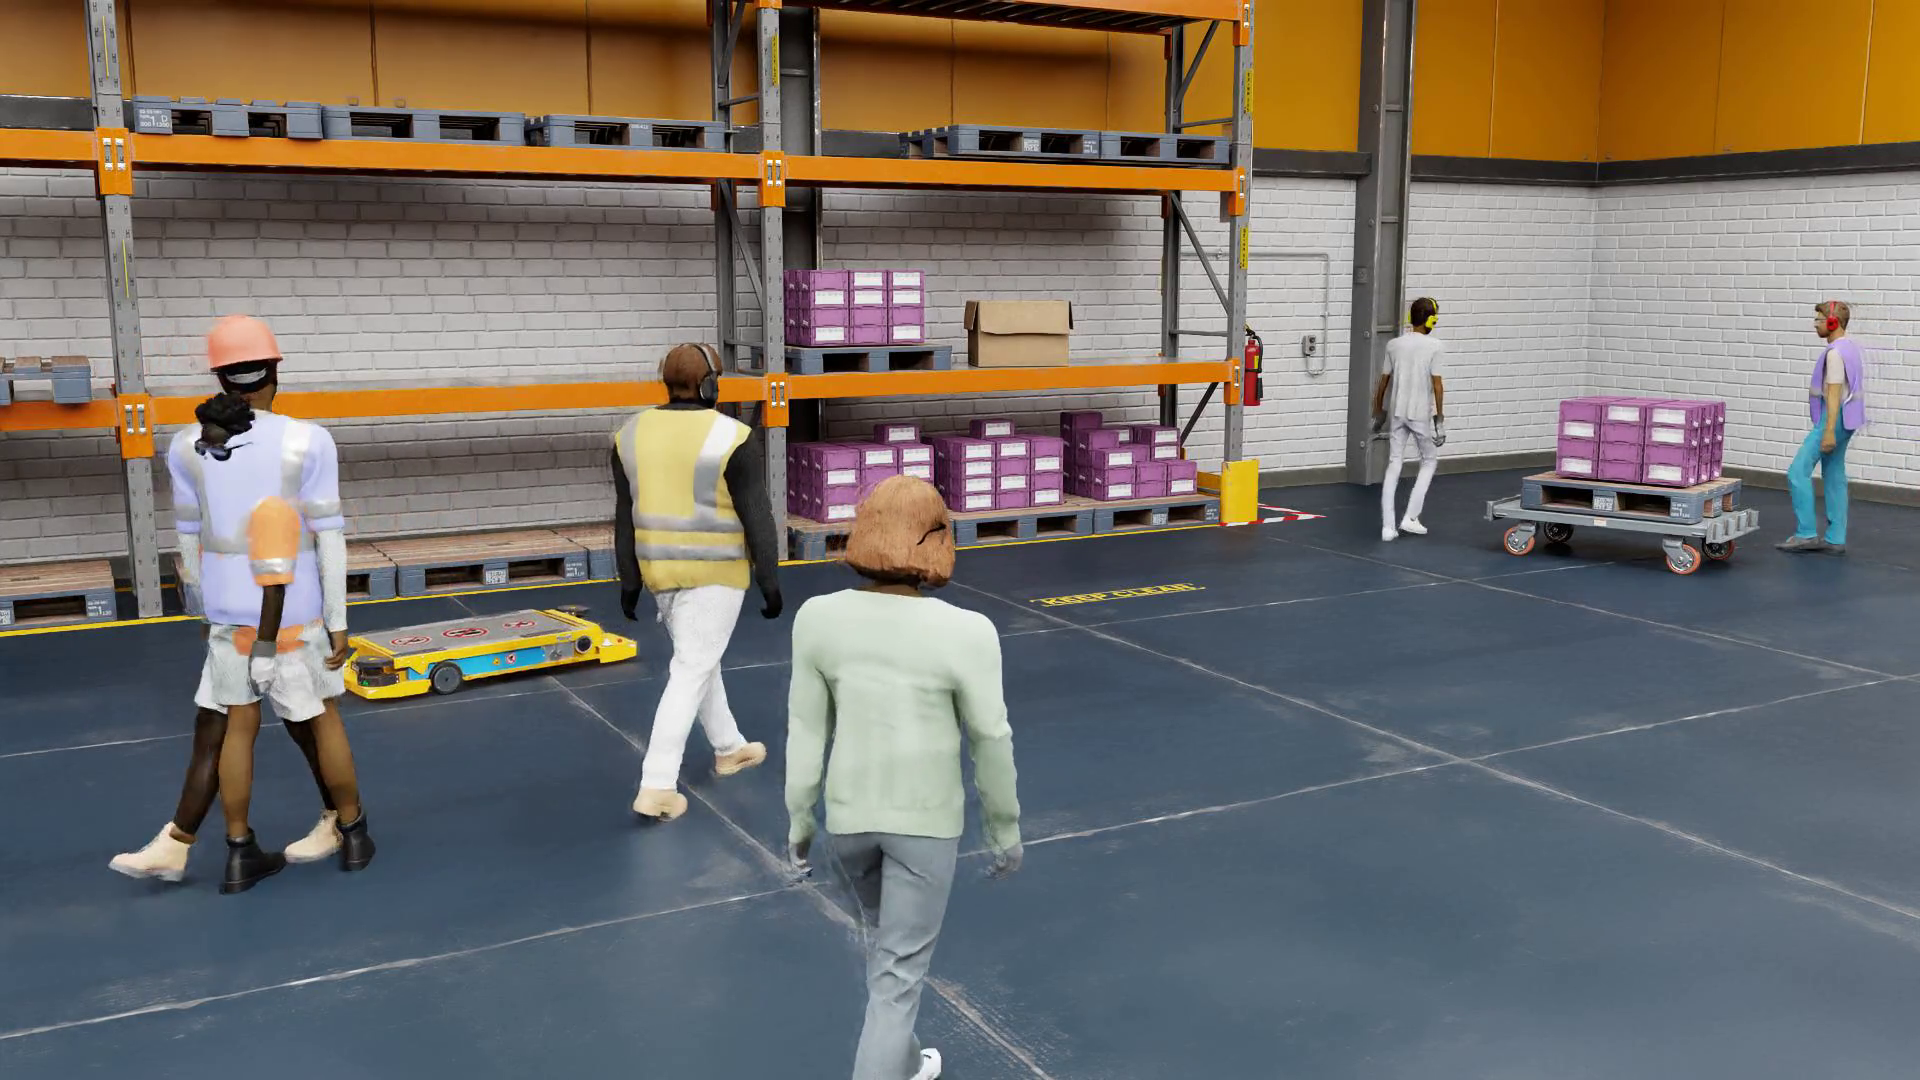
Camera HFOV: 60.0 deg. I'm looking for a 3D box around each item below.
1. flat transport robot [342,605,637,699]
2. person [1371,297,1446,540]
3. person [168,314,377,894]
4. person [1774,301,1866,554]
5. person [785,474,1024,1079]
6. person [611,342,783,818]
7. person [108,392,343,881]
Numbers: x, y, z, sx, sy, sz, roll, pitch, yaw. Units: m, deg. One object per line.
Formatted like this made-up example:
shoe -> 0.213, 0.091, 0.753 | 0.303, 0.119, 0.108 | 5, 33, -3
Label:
flat transport robot -> -2.447, 0.552, 8.490 | 1.431, 0.197, 0.652 | -8, 12, -40
person -> 3.438, -0.918, 12.681 | 0.687, 1.836, 0.628 | 8, 12, 41
person -> -2.318, 0.209, 5.583 | 0.553, 1.929, 0.432 | -1, 9, -4
person -> 6.213, -0.811, 12.060 | 0.613, 1.824, 0.612 | 7, 11, 36
person -> -0.096, 0.642, 3.868 | 0.517, 1.599, 0.739 | 4, 10, 24
person -> -1.021, 0.135, 6.432 | 0.633, 1.799, 0.979 | 5, 10, 26
person -> -2.414, 0.341, 5.530 | 0.548, 1.653, 0.862 | 8, 12, 41
